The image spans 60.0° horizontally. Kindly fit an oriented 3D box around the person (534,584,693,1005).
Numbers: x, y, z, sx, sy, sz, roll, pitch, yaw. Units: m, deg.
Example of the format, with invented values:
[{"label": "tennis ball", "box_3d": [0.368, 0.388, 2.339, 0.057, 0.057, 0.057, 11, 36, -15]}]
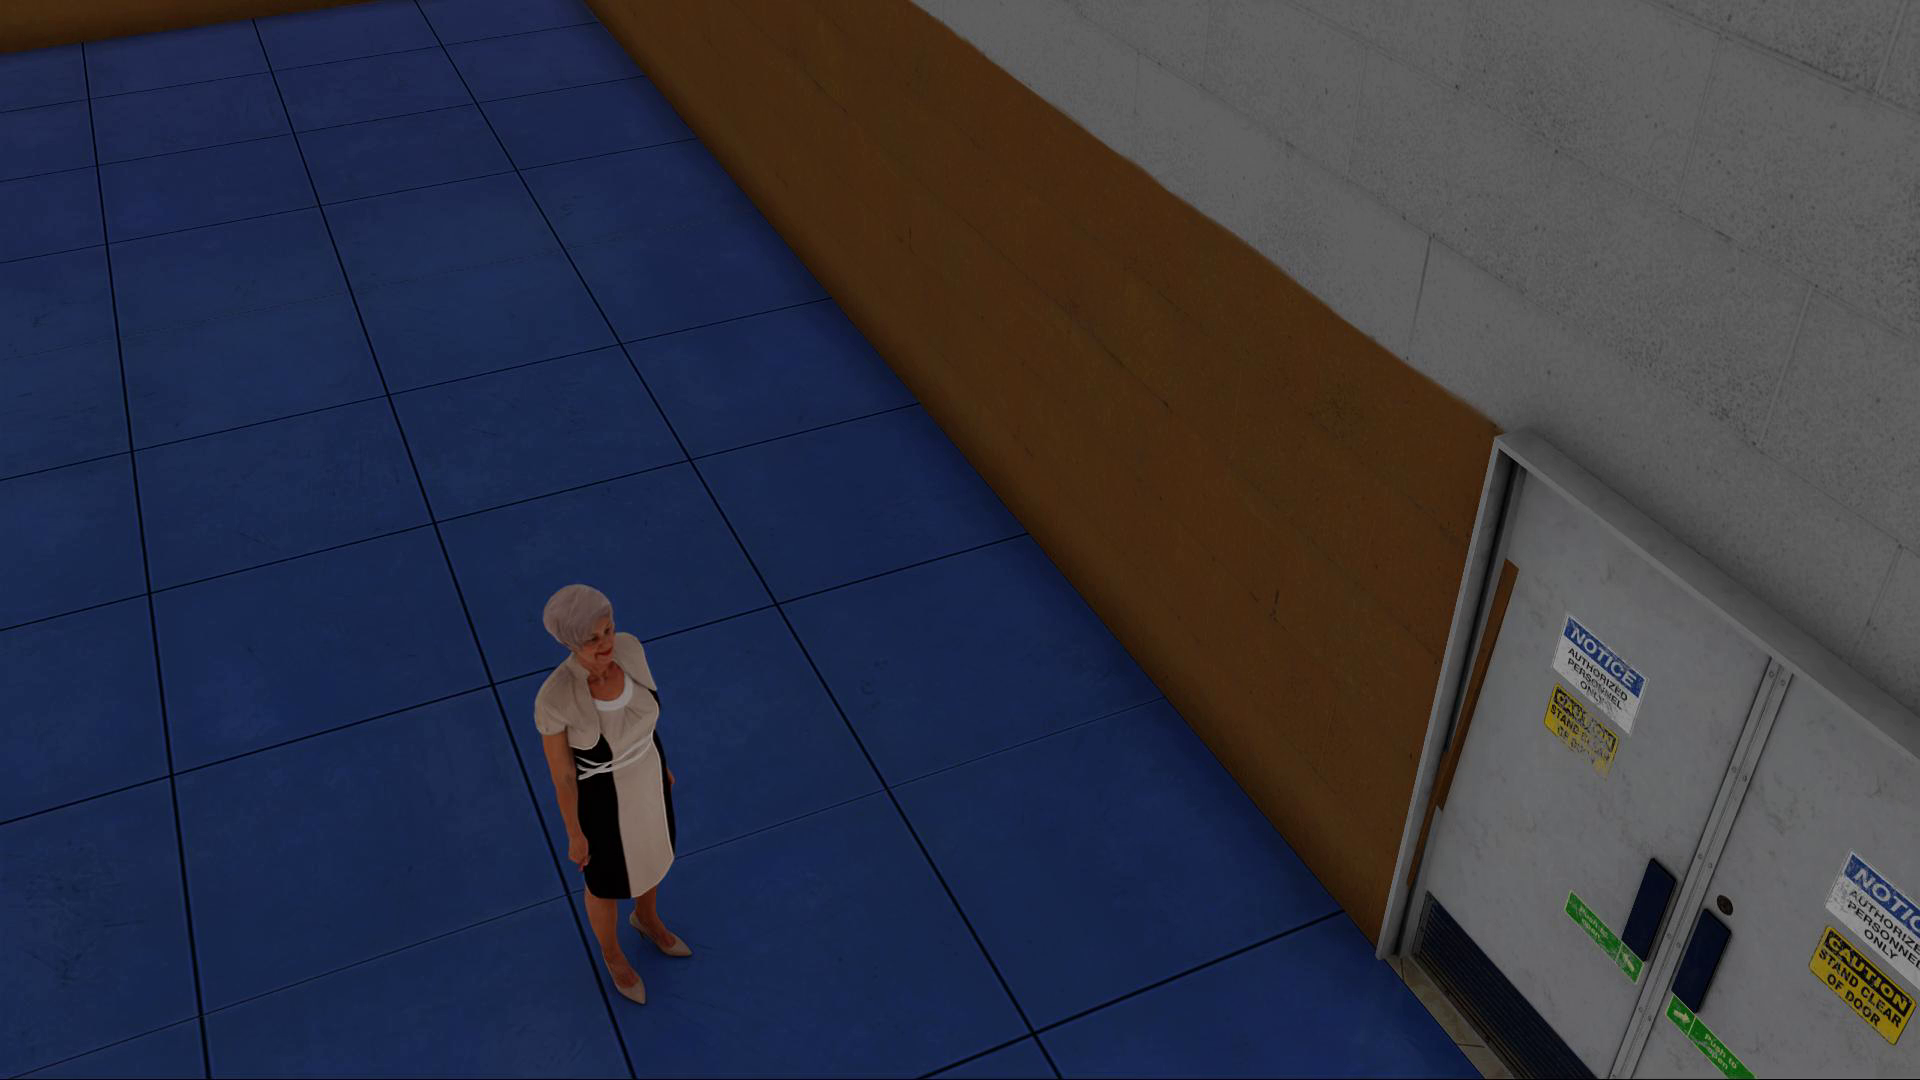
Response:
[{"label": "person", "box_3d": [-1.166, 0.857, 5.618, 0.776, 1.755, 0.654, 22, 42, 26]}]
